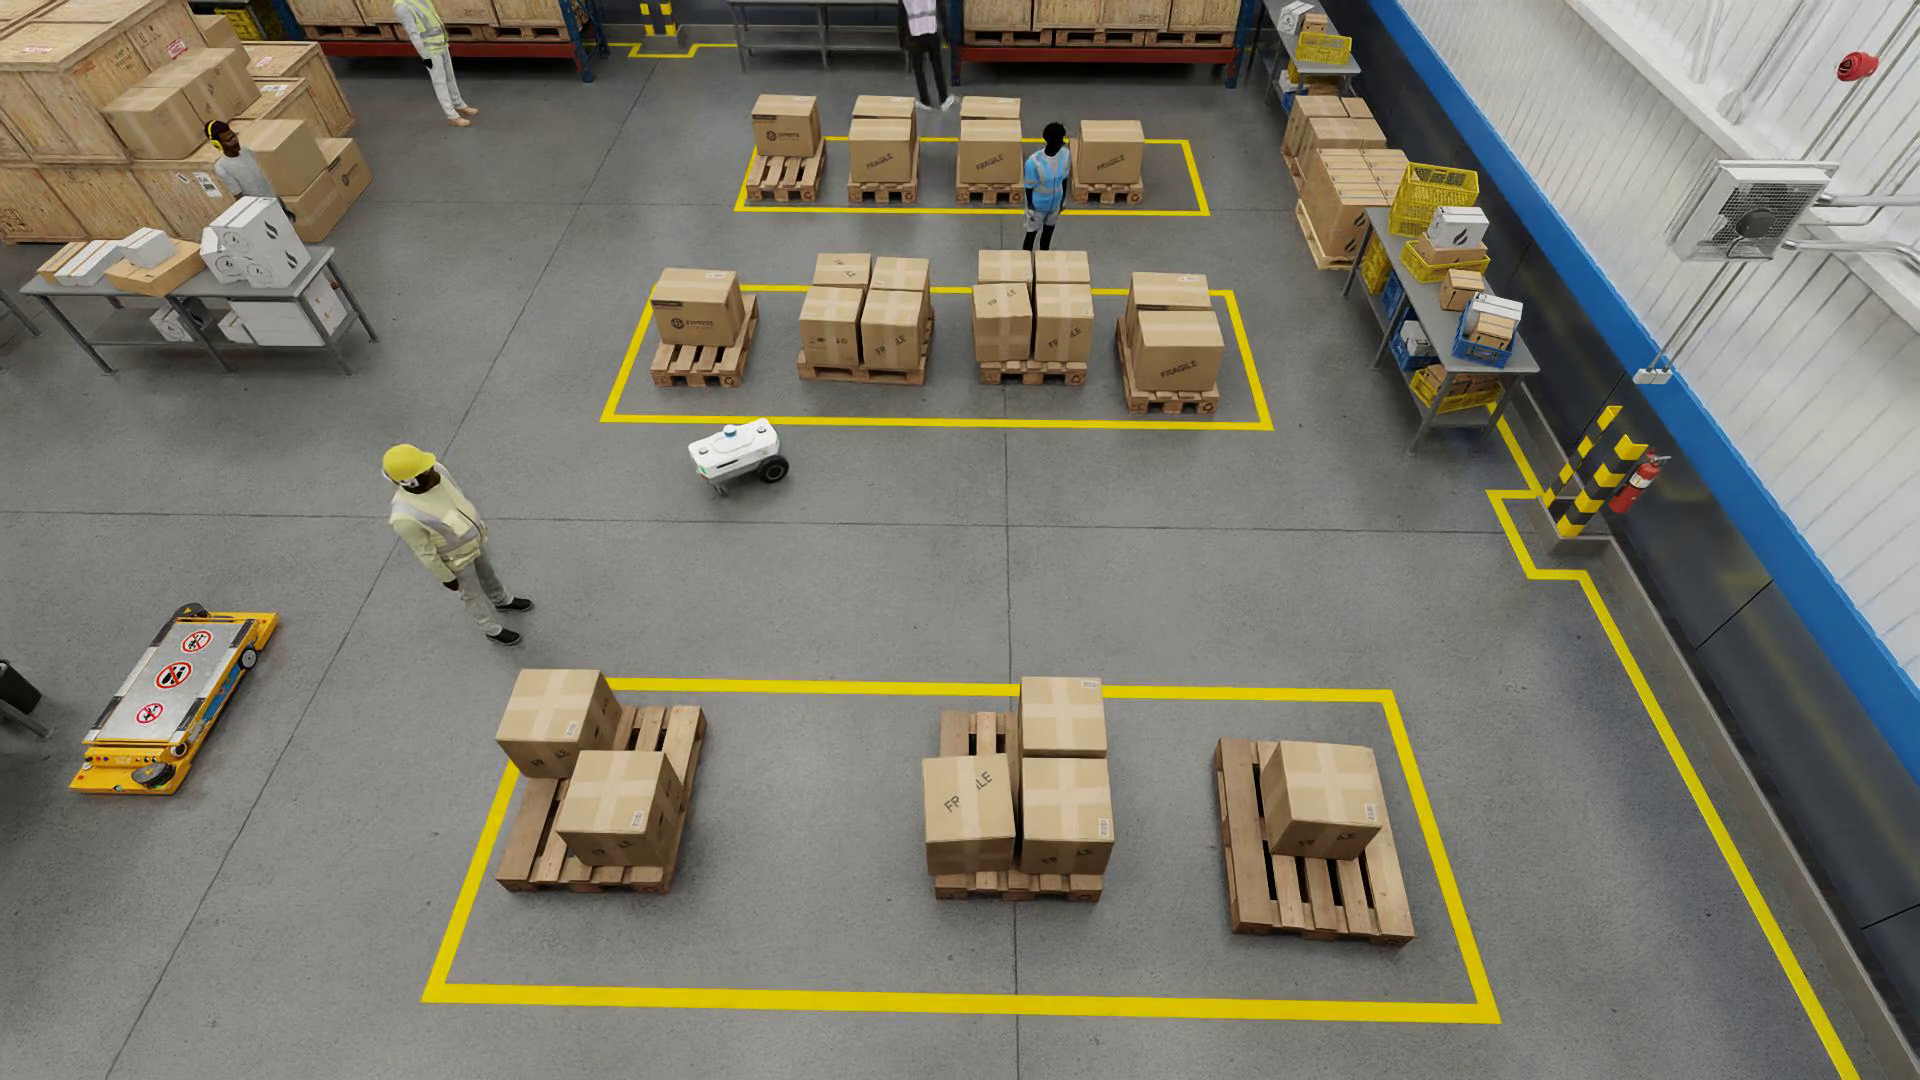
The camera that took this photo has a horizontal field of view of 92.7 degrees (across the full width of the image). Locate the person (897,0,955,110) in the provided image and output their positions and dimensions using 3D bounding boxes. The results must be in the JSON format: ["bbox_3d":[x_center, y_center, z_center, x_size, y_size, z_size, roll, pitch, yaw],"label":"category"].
[{"bbox_3d":[-0.452,-6.555,11.855,0.705,1.874,0.447,-15,51,-12],"label":"person"}]

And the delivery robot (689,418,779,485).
[{"bbox_3d":[-1.906,-0.768,7.755,0.707,0.478,0.477,-23,54,-18],"label":"delivery robot"}]

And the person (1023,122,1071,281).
[{"bbox_3d":[0.867,-3.435,9.339,0.531,1.686,0.336,-24,54,-19],"label":"person"}]

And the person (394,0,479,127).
[{"bbox_3d":[-6.663,-6.239,11.607,0.429,1.842,0.634,0,50,0],"label":"person"}]

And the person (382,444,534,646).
[{"bbox_3d":[-3.442,0.036,6.300,0.404,1.833,0.600,0,50,0],"label":"person"}]

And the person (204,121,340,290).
[{"bbox_3d":[-6.770,-3.196,9.014,0.315,1.870,0.532,0,50,0],"label":"person"}]

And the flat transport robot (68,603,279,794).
[{"bbox_3d":[-5.504,1.072,6.442,0.652,0.197,1.431,1,50,1],"label":"flat transport robot"}]
